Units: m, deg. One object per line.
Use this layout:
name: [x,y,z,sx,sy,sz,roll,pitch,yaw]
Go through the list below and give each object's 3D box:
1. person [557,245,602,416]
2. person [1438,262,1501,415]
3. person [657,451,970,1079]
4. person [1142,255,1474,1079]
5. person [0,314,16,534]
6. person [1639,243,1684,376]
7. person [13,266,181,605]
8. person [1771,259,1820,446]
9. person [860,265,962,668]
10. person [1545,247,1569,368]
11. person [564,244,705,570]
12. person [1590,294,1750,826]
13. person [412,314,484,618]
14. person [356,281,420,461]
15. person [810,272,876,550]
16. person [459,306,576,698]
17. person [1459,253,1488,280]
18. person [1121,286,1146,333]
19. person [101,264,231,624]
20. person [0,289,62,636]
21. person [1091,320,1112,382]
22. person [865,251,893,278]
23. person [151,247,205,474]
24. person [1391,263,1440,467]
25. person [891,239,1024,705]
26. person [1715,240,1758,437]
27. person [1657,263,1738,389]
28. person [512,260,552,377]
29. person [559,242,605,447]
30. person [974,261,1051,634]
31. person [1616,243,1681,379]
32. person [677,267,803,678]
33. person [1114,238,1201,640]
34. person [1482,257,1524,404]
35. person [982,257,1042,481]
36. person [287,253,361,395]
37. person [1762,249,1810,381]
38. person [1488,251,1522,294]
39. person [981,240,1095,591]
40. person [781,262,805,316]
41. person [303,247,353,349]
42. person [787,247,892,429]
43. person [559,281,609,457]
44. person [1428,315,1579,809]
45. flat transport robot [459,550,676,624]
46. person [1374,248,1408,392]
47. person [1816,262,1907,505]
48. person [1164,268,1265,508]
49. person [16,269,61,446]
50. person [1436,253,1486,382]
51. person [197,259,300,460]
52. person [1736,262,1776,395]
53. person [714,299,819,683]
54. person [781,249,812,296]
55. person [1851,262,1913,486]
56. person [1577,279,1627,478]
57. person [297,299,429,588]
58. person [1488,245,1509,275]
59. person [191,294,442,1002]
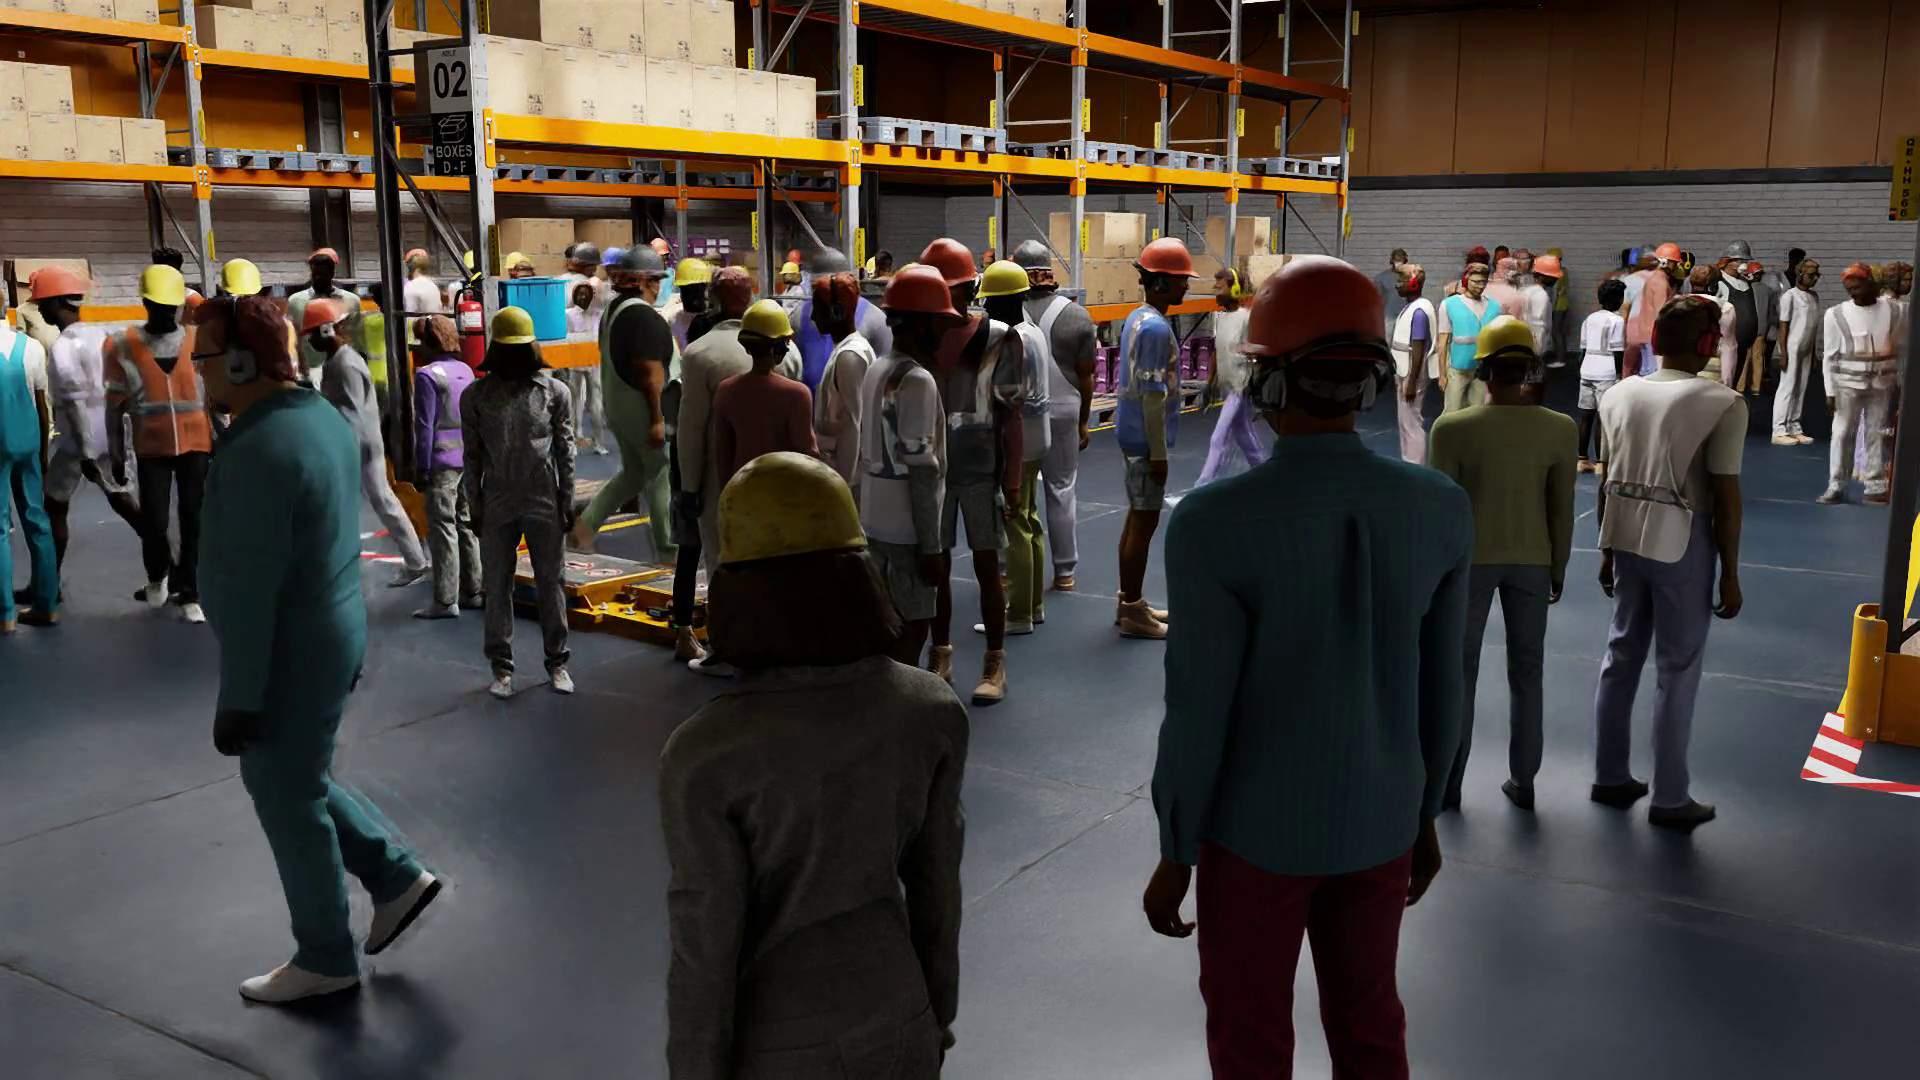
person: [-4.380,-2.396,19.126,0.602,1.961,0.371,1,10,8]
person: [4.237,-1.392,13.907,0.563,1.838,0.390,-3,11,-18]
person: [-0.215,0.738,2.388,0.485,1.735,0.309,-8,13,-37]
person: [0.611,0.501,2.977,0.622,1.993,0.381,-4,11,-22]
person: [-6.749,-0.979,11.303,0.617,1.957,0.375,-1,10,-6]
person: [7.272,-2.082,17.322,0.393,1.985,0.611,2,10,9]
person: [-4.821,-0.570,9.232,0.963,1.888,0.533,0,10,2]
person: [8.293,-1.850,16.462,0.499,1.839,0.349,-6,12,-30]
person: [-0.176,-0.054,6.236,0.388,1.930,0.544,-4,11,-19]
person: [9.491,-3.704,26.525,0.429,1.912,0.603,5,11,24]
person: [-2.000,-0.805,10.093,0.761,2.000,0.702,-6,12,-31]
person: [2.441,0.072,5.803,0.384,1.836,0.564,-5,11,-27]
person: [-2.763,-0.398,8.980,0.313,1.631,0.525,2,10,12]
person: [-4.751,-1.321,13.912,0.558,1.690,0.384,4,11,20]
person: [-0.532,-0.291,7.709,0.370,1.879,0.584,-1,10,-3]
person: [-1.940,-0.160,7.362,0.485,1.737,0.320,-3,11,-16]
person: [7.805,-3.427,25.238,0.451,1.821,0.643,-2,10,-11]
person: [2.420,-2.969,22.683,0.429,1.831,0.632,8,13,39]
person: [-4.185,-0.505,8.812,0.588,1.900,0.476,-6,12,-32]
person: [-4.930,-0.428,8.563,0.340,1.840,0.503,6,12,29]
person: [1.963,-3.100,23.758,0.541,1.695,0.315,-7,12,-33]
person: [-1.415,-4.161,29.255,0.533,1.830,0.397,-4,11,-22]
person: [-6.716,-1.523,14.272,0.603,1.967,0.366,5,11,26]
person: [3.620,-1.281,13.288,0.382,1.839,0.562,1,10,5]
person: [-0.028,-0.289,7.281,0.612,2.029,0.409,3,11,17]
person: [7.823,-2.036,16.910,0.681,2.000,0.535,-6,12,-30]
person: [5.741,-1.221,12.949,0.430,1.845,0.624,-7,12,-34]
person: [-4.480,-2.006,17.373,0.617,1.810,0.484,-3,11,-19]
person: [-3.700,-1.916,16.245,0.548,2.000,0.704,-7,13,-36]
person: [0.265,-0.467,8.564,0.393,1.918,0.585,2,11,14]
person: [7.385,-2.233,18.005,0.689,2.000,1.027,0,10,2]
person: [-1.032,-0.308,7.748,0.650,1.897,0.399,-9,13,-40]
person: [1.002,-0.510,8.490,0.415,2.035,0.609,0,10,-1]
person: [5.140,-1.748,15.826,0.736,1.866,0.661,-4,11,-21]
person: [0.483,-1.430,14.020,0.665,1.927,0.471,8,13,38]
person: [-5.250,-1.414,13.817,0.597,1.913,0.371,-6,12,-28]
person: [11.697,-3.157,23.531,0.609,1.899,1.065,1,10,6]
person: [7.033,-2.823,21.712,0.584,1.880,0.348,-2,10,-11]
person: [0.429,-0.722,9.632,0.679,2.000,0.535,0,10,0]
person: [-2.154,-2.709,21.465,0.317,1.743,0.488,-6,12,-30]
person: [-7.199,-2.340,18.877,0.630,1.950,1.017,6,12,32]
person: [-0.769,-0.920,10.731,0.703,2.000,0.917,3,11,14]
person: [-3.532,-1.607,15.644,0.513,1.641,0.307,-5,12,-28]
person: [1.909,0.086,5.939,0.525,1.760,0.340,1,10,5]
flat transport robot: [-2.218,0.228,9.273,1.431,0.197,0.652,9,13,40]
person: [5.841,-2.936,22.244,0.634,1.926,0.457,2,10,11]
person: [6.921,-1.164,12.626,0.742,1.863,0.349,1,10,8]
person: [1.981,-1.098,12.346,0.999,1.814,0.562,-3,11,-15]
person: [-8.918,-1.776,16.306,0.574,1.740,0.348,-4,11,-22]
person: [5.391,-2.130,17.863,0.563,1.883,0.629,-8,13,-38]
person: [-4.201,-0.701,9.882,0.592,1.912,0.397,-8,13,-38]
person: [10.350,-2.760,21.767,0.572,1.738,0.355,-3,11,-17]
person: [-0.824,-0.150,7.213,0.525,1.772,0.309,6,12,29]
person: [-2.443,-3.479,25.331,0.547,1.893,0.872,4,11,23]
person: [7.669,-1.379,13.811,0.327,1.843,0.516,3,11,18]
person: [5.511,-1.384,14.265,0.322,1.692,0.534,-2,10,-12]
person: [-3.476,-0.522,9.512,0.878,1.691,0.591,-8,13,-36]
person: [8.783,-3.831,27.143,0.373,1.940,0.628,9,14,41]
person: [-1.726,0.312,4.321,0.464,1.884,0.659,-1,10,-7]
